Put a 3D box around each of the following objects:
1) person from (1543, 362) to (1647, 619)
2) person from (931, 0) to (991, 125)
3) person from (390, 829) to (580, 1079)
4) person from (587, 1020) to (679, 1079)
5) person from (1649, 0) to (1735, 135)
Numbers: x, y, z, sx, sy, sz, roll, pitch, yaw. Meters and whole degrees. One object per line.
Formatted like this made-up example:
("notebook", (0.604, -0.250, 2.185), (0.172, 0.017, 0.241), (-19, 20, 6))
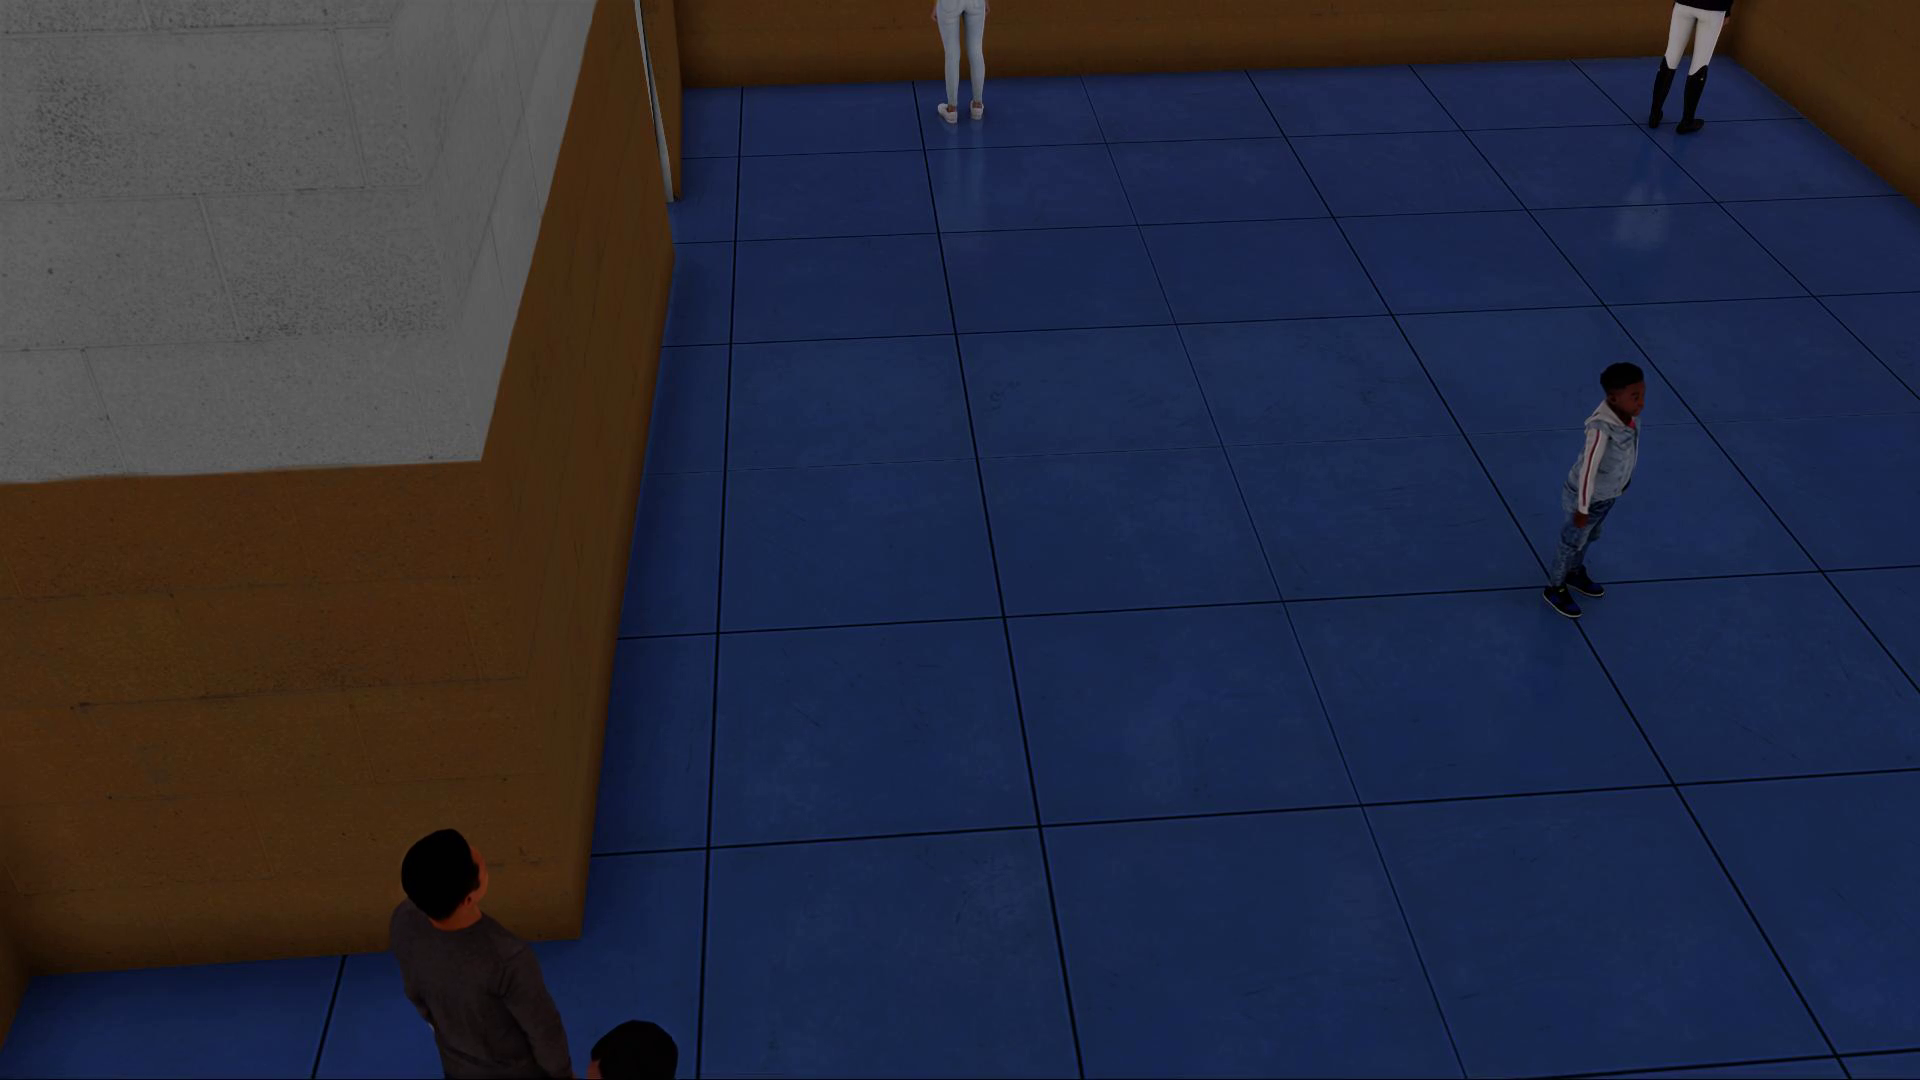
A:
("person", (2.893, -0.254, 7.565), (0.561, 1.261, 0.628), (-30, 46, -34))
("person", (0.010, -3.881, 11.989), (0.541, 1.750, 0.679), (-8, 38, -11))
("person", (-1.358, 1.496, 4.813), (0.648, 1.766, 0.781), (-12, 38, -15))
("person", (-0.777, 1.845, 4.367), (0.666, 1.743, 0.715), (29, 46, 33))
("person", (5.262, -3.761, 11.833), (0.663, 1.729, 0.724), (27, 44, 31))
